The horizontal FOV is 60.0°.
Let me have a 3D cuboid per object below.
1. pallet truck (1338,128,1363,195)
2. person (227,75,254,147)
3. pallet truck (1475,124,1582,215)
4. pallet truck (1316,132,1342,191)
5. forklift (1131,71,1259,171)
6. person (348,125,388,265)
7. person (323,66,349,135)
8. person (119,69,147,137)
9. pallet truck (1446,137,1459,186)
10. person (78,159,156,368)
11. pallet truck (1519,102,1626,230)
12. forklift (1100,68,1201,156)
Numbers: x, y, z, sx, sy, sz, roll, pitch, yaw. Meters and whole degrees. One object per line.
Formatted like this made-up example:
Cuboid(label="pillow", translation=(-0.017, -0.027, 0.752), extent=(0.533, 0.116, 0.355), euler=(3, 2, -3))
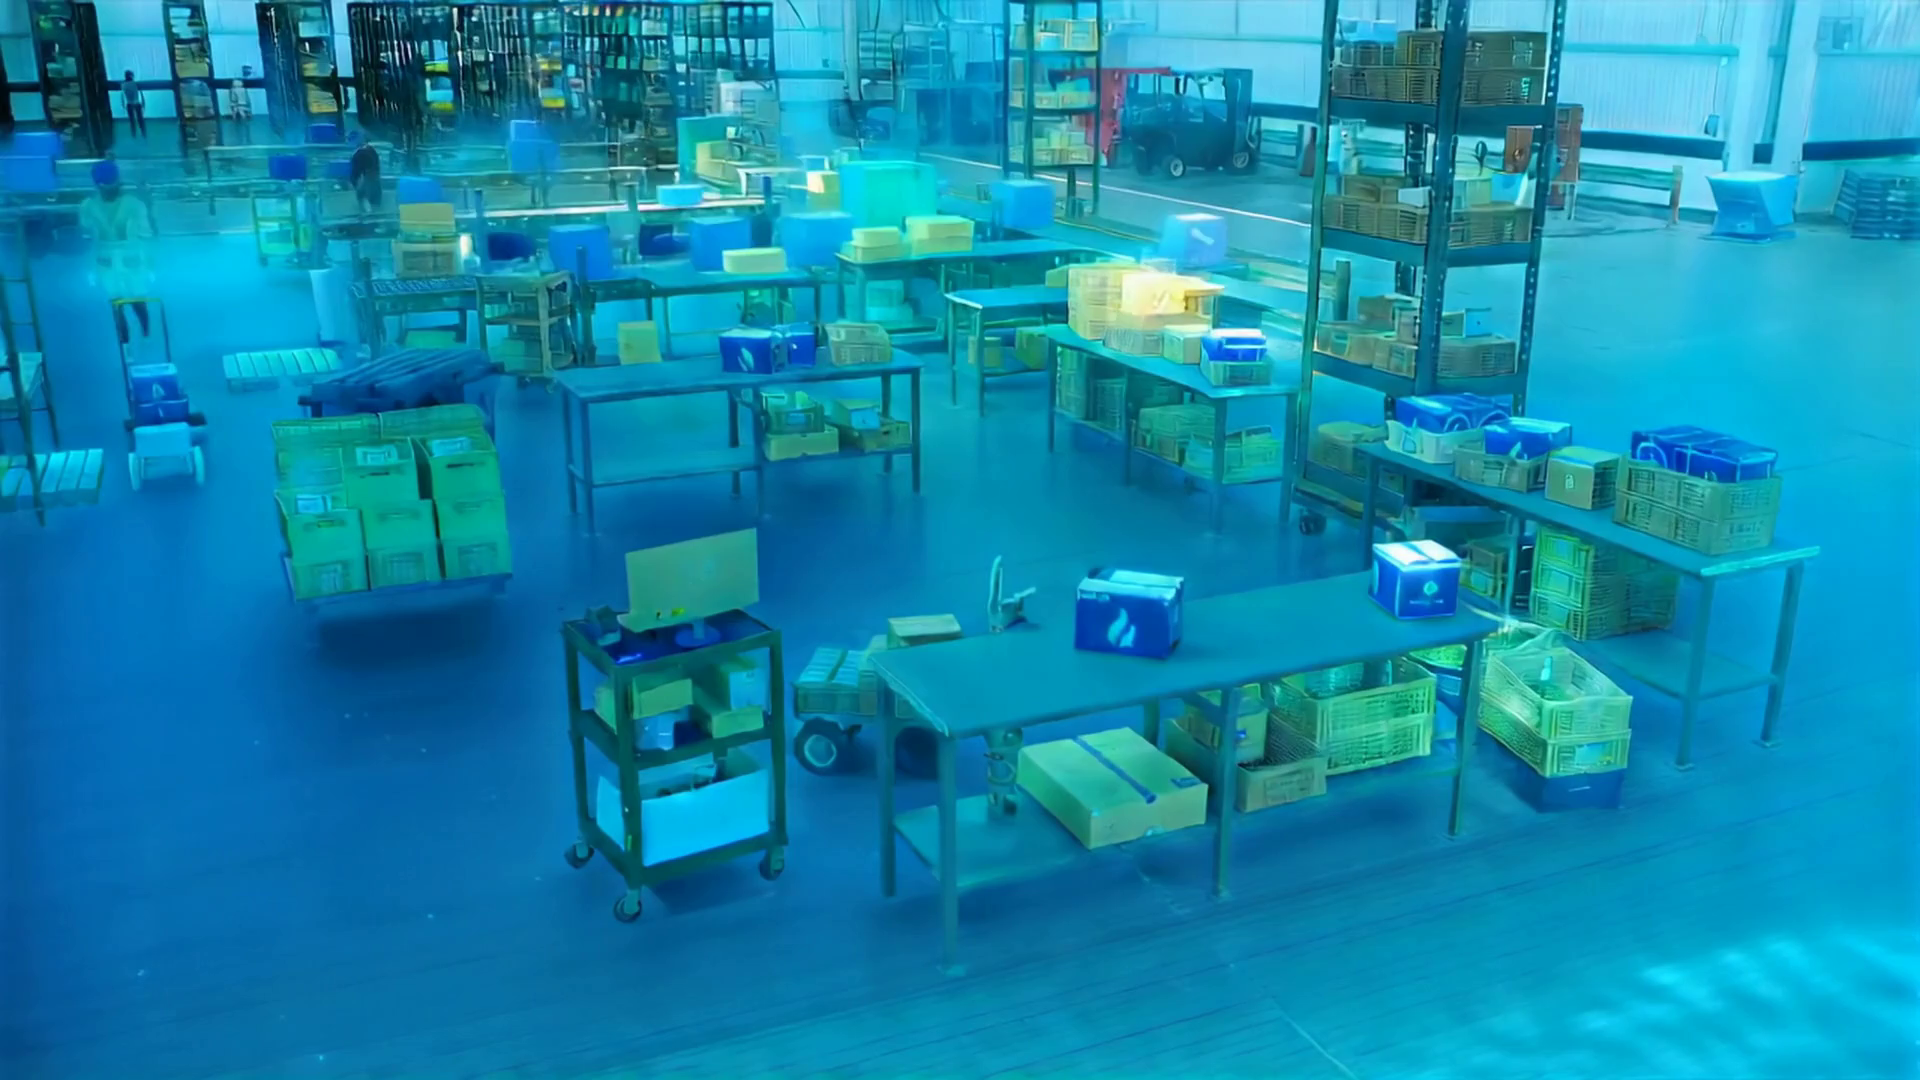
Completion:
Cuboid(label="pallet truck", translation=(7.845, -7.140, 31.411), extent=(1.522, 1.261, 0.704), euler=(-9, 20, -25))
Cuboid(label="person", translation=(-18.298, -10.897, 42.359), extent=(0.403, 1.835, 0.588), euler=(16, 24, 42))
Cuboid(label="pallet truck", translation=(9.707, -6.455, 28.103), extent=(1.885, 1.965, 0.823), euler=(-7, 19, -20))
Cuboid(label="pallet truck", translation=(7.723, -7.504, 32.656), extent=(1.601, 1.201, 0.680), euler=(-8, 19, -23))
Cuboid(label="forklift", translation=(4.998, -8.936, 35.413), extent=(2.680, 1.987, 1.157), euler=(-9, 20, -25))
Cuboid(label="person", translation=(-8.128, -4.727, 22.830), extent=(0.401, 1.897, 0.695), euler=(-3, 18, -10))
Cuboid(label="person", translation=(-17.093, -12.002, 45.613), extent=(0.611, 1.971, 0.467), euler=(-3, 18, -11))
Cuboid(label="person", translation=(-23.036, -12.164, 46.339), extent=(0.570, 1.840, 0.375), euler=(-8, 19, -24))
Cuboid(label="pallet truck", translation=(9.184, -6.485, 29.328), extent=(1.630, 1.274, 0.653), euler=(-8, 19, -23))
Cuboid(label="person", translation=(-8.163, -2.674, 16.157), extent=(0.615, 2.023, 0.460), euler=(-4, 18, -14))
Cuboid(label="pallet truck", translation=(9.972, -6.037, 26.785), extent=(1.885, 1.965, 0.823), euler=(-9, 20, -25))
Cuboid(label="forklift", translation=(4.082, -9.564, 37.410), extent=(2.680, 1.987, 1.157), euler=(-8, 19, -23))
